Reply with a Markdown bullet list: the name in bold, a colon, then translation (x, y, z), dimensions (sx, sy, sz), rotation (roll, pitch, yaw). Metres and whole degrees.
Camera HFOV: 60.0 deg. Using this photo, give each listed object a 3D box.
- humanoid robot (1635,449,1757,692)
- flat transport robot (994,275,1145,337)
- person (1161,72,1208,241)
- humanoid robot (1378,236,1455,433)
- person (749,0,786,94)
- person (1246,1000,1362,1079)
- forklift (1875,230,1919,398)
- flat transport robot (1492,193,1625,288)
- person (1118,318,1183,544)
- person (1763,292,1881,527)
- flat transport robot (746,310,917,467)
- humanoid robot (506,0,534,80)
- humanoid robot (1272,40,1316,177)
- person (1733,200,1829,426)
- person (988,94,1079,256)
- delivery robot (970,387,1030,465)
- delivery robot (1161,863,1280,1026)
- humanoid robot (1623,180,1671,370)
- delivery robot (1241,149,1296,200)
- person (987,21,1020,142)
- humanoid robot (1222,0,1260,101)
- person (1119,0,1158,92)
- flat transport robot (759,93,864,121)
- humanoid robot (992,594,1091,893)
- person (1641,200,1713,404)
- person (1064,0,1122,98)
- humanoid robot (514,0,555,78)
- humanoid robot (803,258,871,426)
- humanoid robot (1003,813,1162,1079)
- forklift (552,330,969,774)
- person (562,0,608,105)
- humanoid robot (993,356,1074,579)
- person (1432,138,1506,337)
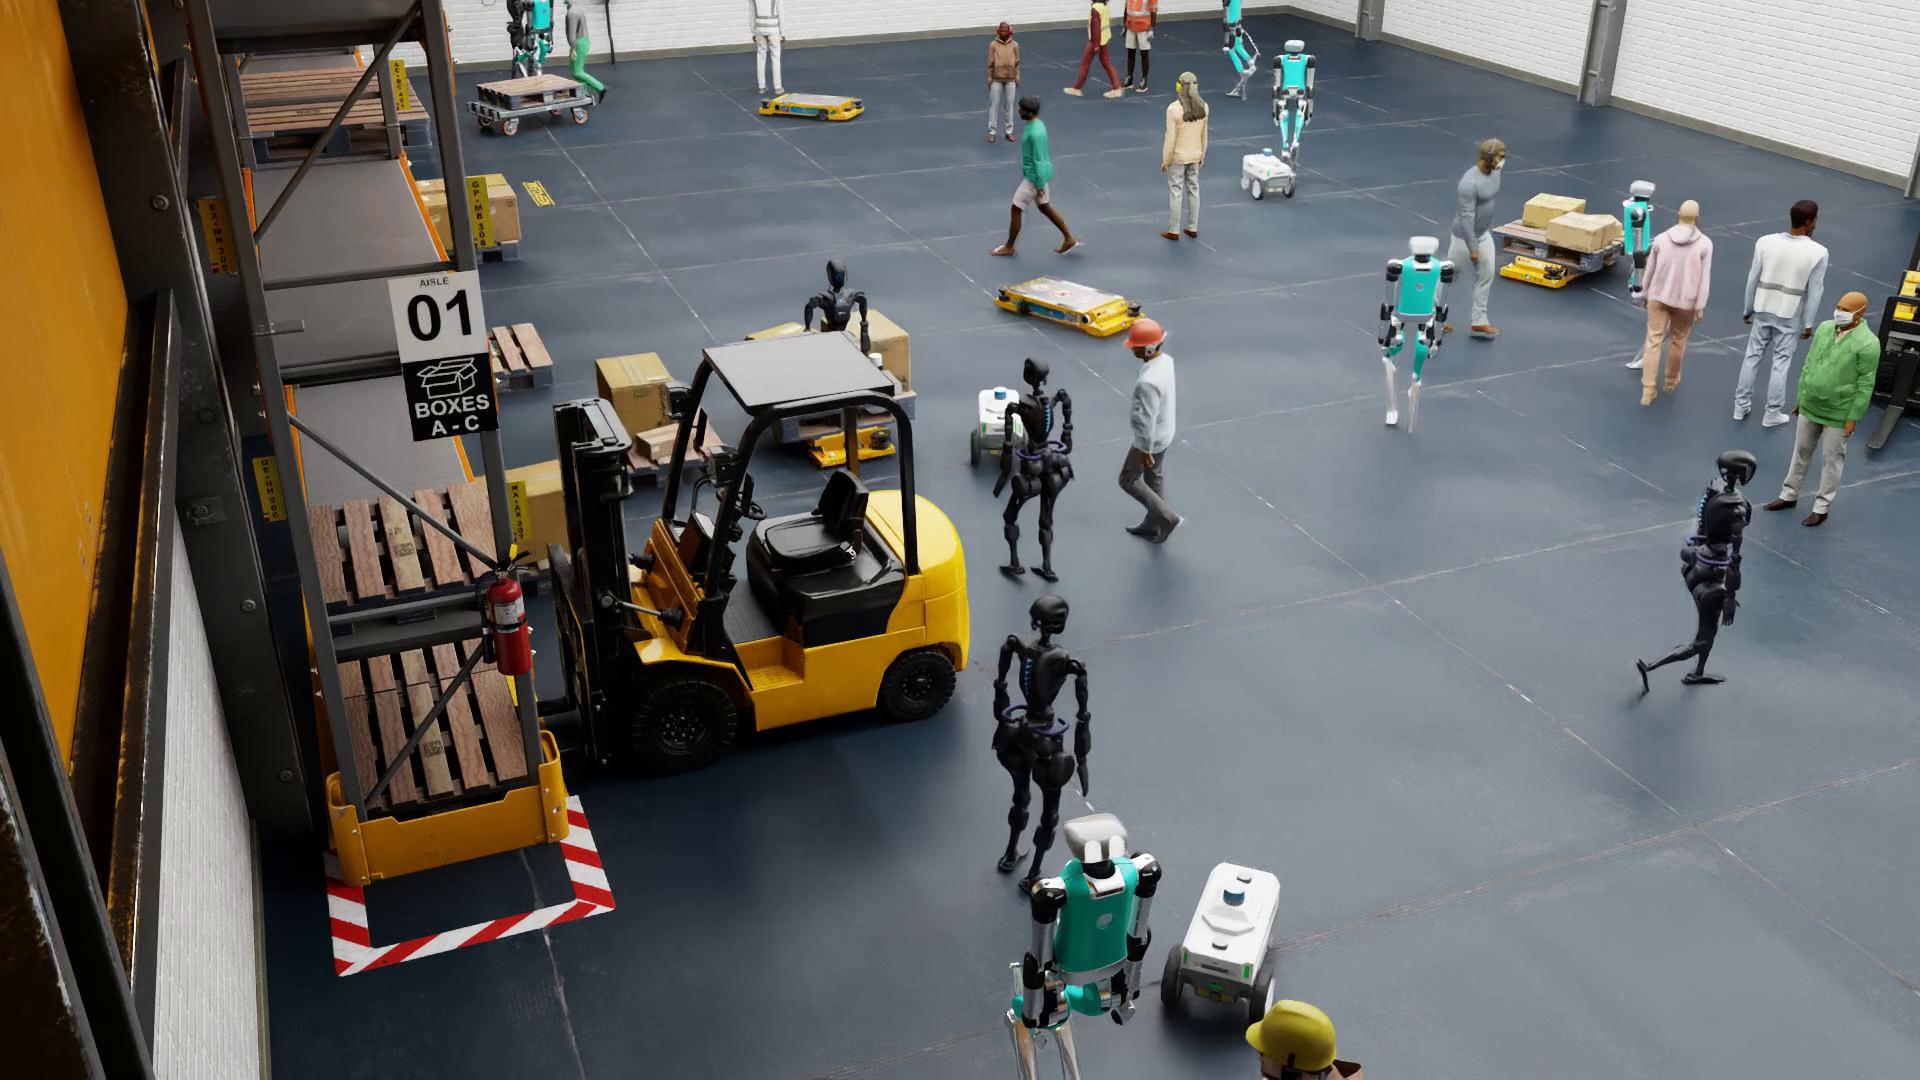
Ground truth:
- **humanoid robot**: translation (4.499, 0.184, 10.076), dimensions (0.604, 1.637, 0.608), rotation (1, 27, 1)
- **flat transport robot**: translation (1.088, -2.351, 16.664), dimensions (1.431, 0.231, 0.659), rotation (23, 35, 38)
- **person**: translation (2.544, -4.327, 18.809), dimensions (0.564, 1.875, 0.391), rotation (-12, 29, -23)
- **humanoid robot**: translation (3.707, -1.675, 13.794), dimensions (0.534, 1.866, 0.806), rotation (3, 27, 7)
- **person**: translation (-3.006, -7.935, 25.989), dimensions (0.566, 1.878, 0.354), rotation (6, 27, 13)
- **person**: translation (1.114, 2.307, 5.619), dimensions (0.417, 1.865, 0.816), rotation (5, 27, 10)
- **forklift**: translation (9.029, -2.397, 14.618), dimensions (1.214, 2.155, 2.313), rotation (18, 32, 32)
- **flat transport robot**: translation (6.511, -3.027, 18.009), dimensions (1.431, 0.231, 0.659), rotation (-23, 35, -38)
- **person**: translation (1.370, -0.758, 11.858), dimensions (0.447, 1.730, 0.587), rotation (12, 29, 23)
- **person**: translation (6.391, -0.969, 12.231), dimensions (0.387, 1.784, 0.537), rotation (-13, 30, -24)
- **flat transport robot**: translation (-1.125, -0.992, 13.961), dimensions (0.659, 0.231, 1.431), rotation (-13, 29, -23)
- **humanoid robot**: translation (-7.016, -8.014, 26.362), dimensions (0.508, 1.651, 0.601), rotation (-11, 29, -21)
- **humanoid robot**: translation (4.186, -5.386, 21.080), dimensions (0.565, 1.764, 0.924), rotation (7, 27, 13)
- **person**: translation (6.849, -1.892, 13.919), dimensions (0.390, 1.916, 0.589), rotation (-23, 34, -38)
- **person**: translation (0.845, -3.980, 18.206), dimensions (0.976, 1.800, 0.514), rotation (1, 27, 3)
- **delivery robot**: translation (0.327, -0.936, 13.548), dimensions (0.499, 0.611, 0.811), rotation (0, 27, -1)
- **delivery robot**: translation (1.283, 1.891, 7.906), dimensions (0.499, 0.593, 0.797), rotation (10, 28, 19)
- **humanoid robot**: translation (6.267, -2.315, 14.979), dimensions (0.808, 1.795, 0.532), rotation (8, 28, 16)
- **delivery robot**: translation (3.829, -4.573, 20.755), dimensions (0.499, 0.585, 0.765), rotation (-8, 28, -16)
- **person**: translation (0.605, -6.382, 23.140), dimensions (0.458, 1.649, 0.319), rotation (-4, 27, -7)
- **humanoid robot**: translation (4.379, -7.598, 25.589), dimensions (0.755, 1.893, 0.544), rotation (17, 31, 30)
- **person**: translation (2.804, -8.060, 26.137), dimensions (0.600, 1.961, 0.368), rotation (20, 33, 34)
- **flat transport robot**: translation (-2.219, -6.479, 24.875), dimensions (1.431, 0.231, 0.659), rotation (9, 28, 18)
- **humanoid robot**: translation (0.396, 1.023, 8.382), dimensions (0.608, 1.641, 0.325), rotation (19, 32, 33)
- **person**: translation (6.233, -2.107, 14.517), dimensions (0.542, 1.751, 0.811), rotation (12, 29, 23)
- **person**: translation (2.124, -7.730, 25.750), dimensions (0.948, 1.722, 0.489), rotation (12, 29, 23)
- **humanoid robot**: translation (-6.586, -7.611, 25.558), dimensions (0.846, 1.815, 0.543), rotation (18, 32, 31)
- **humanoid robot**: translation (-0.998, -1.472, 13.345), dimensions (0.604, 1.642, 0.374), rotation (-12, 29, -22)
- **humanoid robot**: translation (0.419, 1.723, 6.777), dimensions (0.533, 1.677, 0.735), rotation (-10, 28, -20)
- **forklift**: translation (-1.094, 0.010, 9.831), dimensions (2.313, 2.155, 1.214), rotation (-10, 28, -20)
- **person**: translation (-5.687, -7.462, 25.095), dimensions (0.623, 1.829, 0.542), rotation (2, 27, 4)
- **humanoid robot**: translation (0.518, -0.516, 11.444), dimensions (0.599, 1.640, 0.428), rotation (-14, 30, -26)
- **person**: translation (4.913, -2.864, 15.844), dimensions (0.677, 1.901, 0.801), rotation (-19, 33, -33)
